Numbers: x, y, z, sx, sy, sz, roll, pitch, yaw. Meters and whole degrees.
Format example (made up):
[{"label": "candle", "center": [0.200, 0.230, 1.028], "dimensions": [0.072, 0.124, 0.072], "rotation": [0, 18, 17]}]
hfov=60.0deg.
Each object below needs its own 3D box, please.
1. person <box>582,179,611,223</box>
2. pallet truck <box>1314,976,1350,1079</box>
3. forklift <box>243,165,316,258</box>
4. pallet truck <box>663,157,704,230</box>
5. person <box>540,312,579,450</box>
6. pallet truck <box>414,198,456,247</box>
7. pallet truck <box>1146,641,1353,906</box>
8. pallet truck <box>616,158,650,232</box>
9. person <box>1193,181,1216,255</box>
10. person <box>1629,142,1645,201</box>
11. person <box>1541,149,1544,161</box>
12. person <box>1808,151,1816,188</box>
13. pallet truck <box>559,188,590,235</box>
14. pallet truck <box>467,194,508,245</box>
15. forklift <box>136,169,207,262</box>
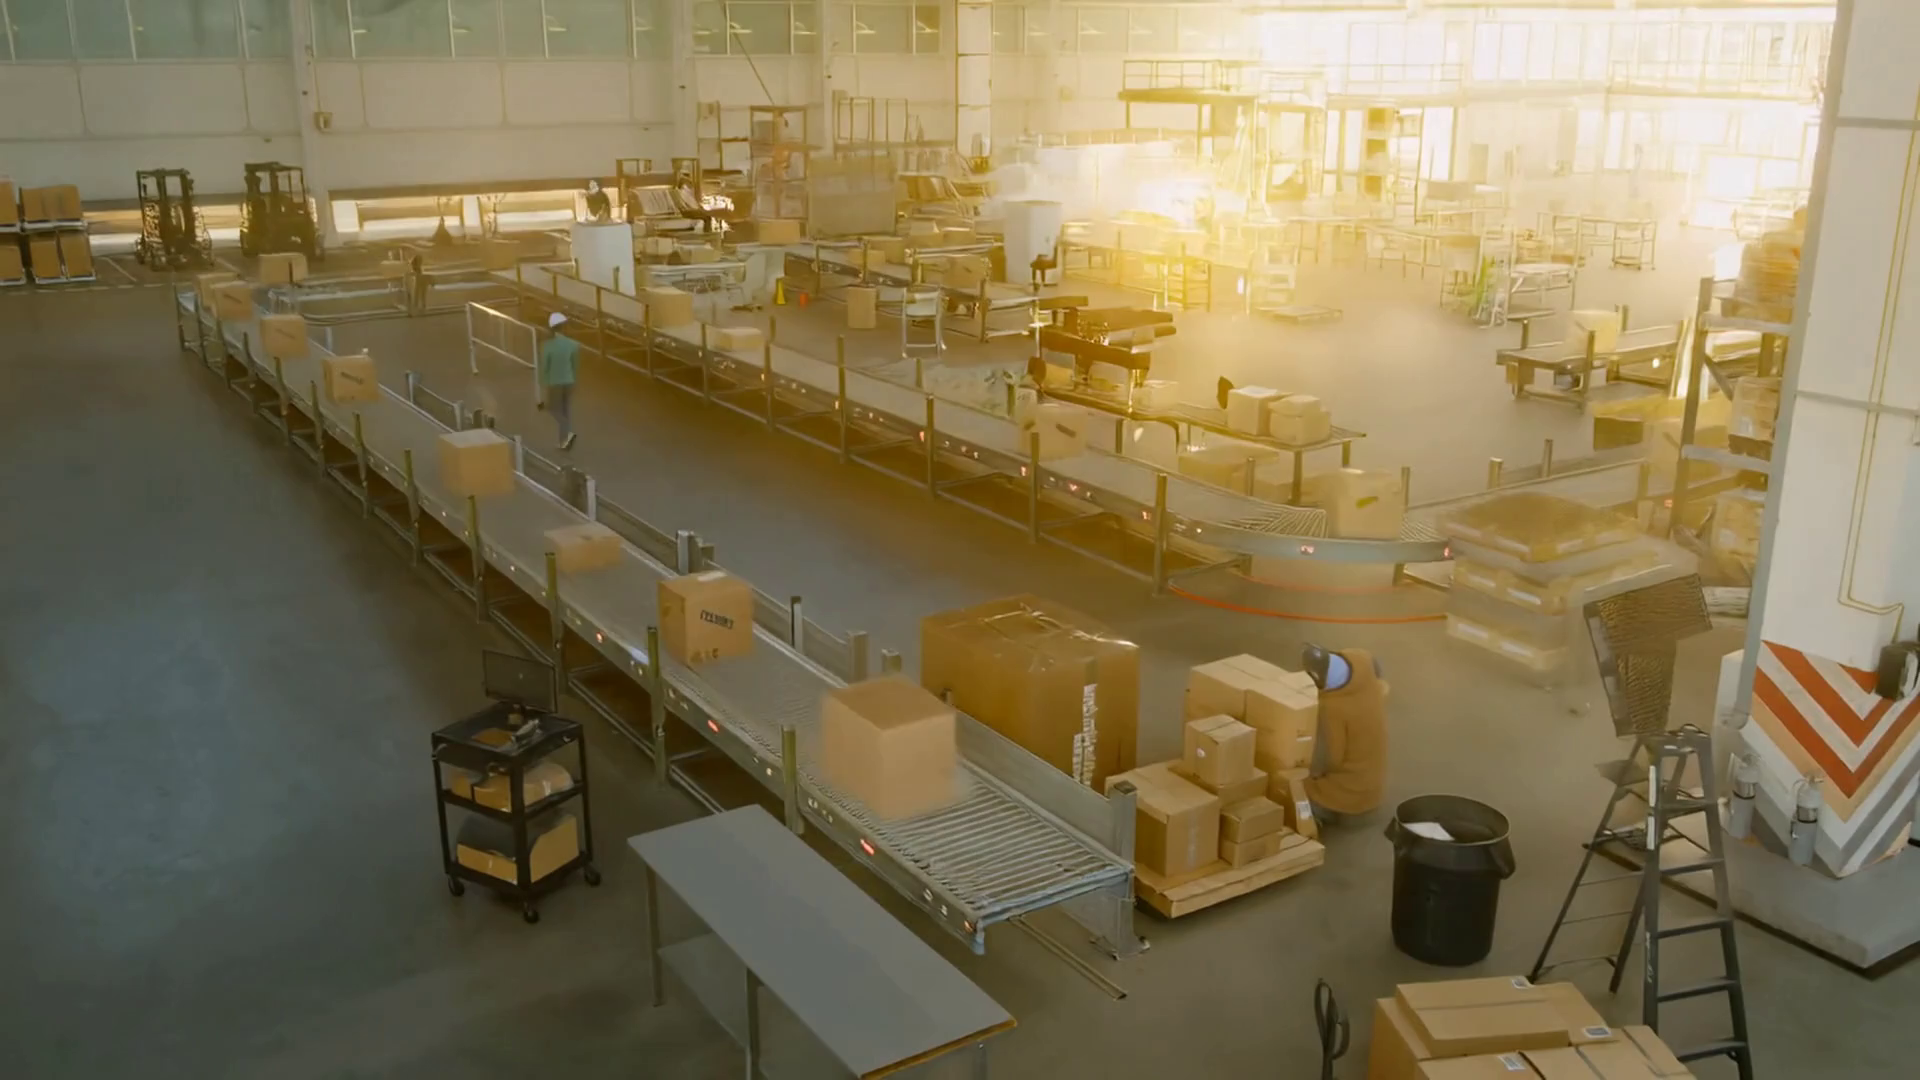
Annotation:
[{"label": "person", "center": [-8.496, -7.517, 38.972], "dimensions": [0.662, 1.867, 0.979], "rotation": [6, 18, 19]}, {"label": "pallet truck", "center": [2.299, 2.390, 7.086], "dimensions": [1.601, 1.201, 0.680], "rotation": [-2, 17, -7]}, {"label": "forklift", "center": [-15.898, -7.669, 38.708], "dimensions": [1.157, 1.987, 2.680], "rotation": [-11, 20, -33]}, {"label": "pallet truck", "center": [-7.586, -9.308, 44.692], "dimensions": [0.823, 1.965, 1.885], "rotation": [-11, 20, -33]}, {"label": "person", "center": [-4.923, -1.945, 20.614], "dimensions": [0.535, 1.748, 0.537], "rotation": [-16, 23, -42]}, {"label": "pallet truck", "center": [-13.250, -8.060, 41.856], "dimensions": [0.680, 1.201, 1.601], "rotation": [-10, 20, -31]}, {"label": "pallet truck", "center": [1.664, 1.407, 10.232], "dimensions": [1.630, 1.274, 0.653], "rotation": [-10, 20, -31]}, {"label": "pallet truck", "center": [-8.918, -9.176, 44.255], "dimensions": [0.823, 1.965, 1.885], "rotation": [-9, 19, -27]}, {"label": "person", "center": [5.453, -6.974, 36.954], "dimensions": [0.620, 1.981, 1.073], "rotation": [-8, 19, -26]}, {"label": "person", "center": [21.644, -11.749, 53.077], "dimensions": [0.346, 1.847, 0.506], "rotation": [9, 19, 28]}, {"label": "person", "center": [21.825, -14.480, 62.510], "dimensions": [0.500, 1.633, 0.280], "rotation": [10, 19, 29]}, {"label": "person", "center": [27.144, -11.645, 52.551], "dimensions": [0.639, 1.947, 0.612], "rotation": [5, 18, 17]}, {"label": "pallet truck", "center": [-10.010, -8.652, 43.699], "dimensions": [0.653, 1.274, 1.630], "rotation": [-10, 20, -31]}, {"label": "pallet truck", "center": [-11.983, -8.177, 42.137], "dimensions": [0.704, 1.261, 1.522], "rotation": [-11, 20, -33]}, {"label": "forklift", "center": [-17.842, -7.318, 37.559], "dimensions": [1.157, 1.987, 2.680], "rotation": [-10, 20, -31]}]
